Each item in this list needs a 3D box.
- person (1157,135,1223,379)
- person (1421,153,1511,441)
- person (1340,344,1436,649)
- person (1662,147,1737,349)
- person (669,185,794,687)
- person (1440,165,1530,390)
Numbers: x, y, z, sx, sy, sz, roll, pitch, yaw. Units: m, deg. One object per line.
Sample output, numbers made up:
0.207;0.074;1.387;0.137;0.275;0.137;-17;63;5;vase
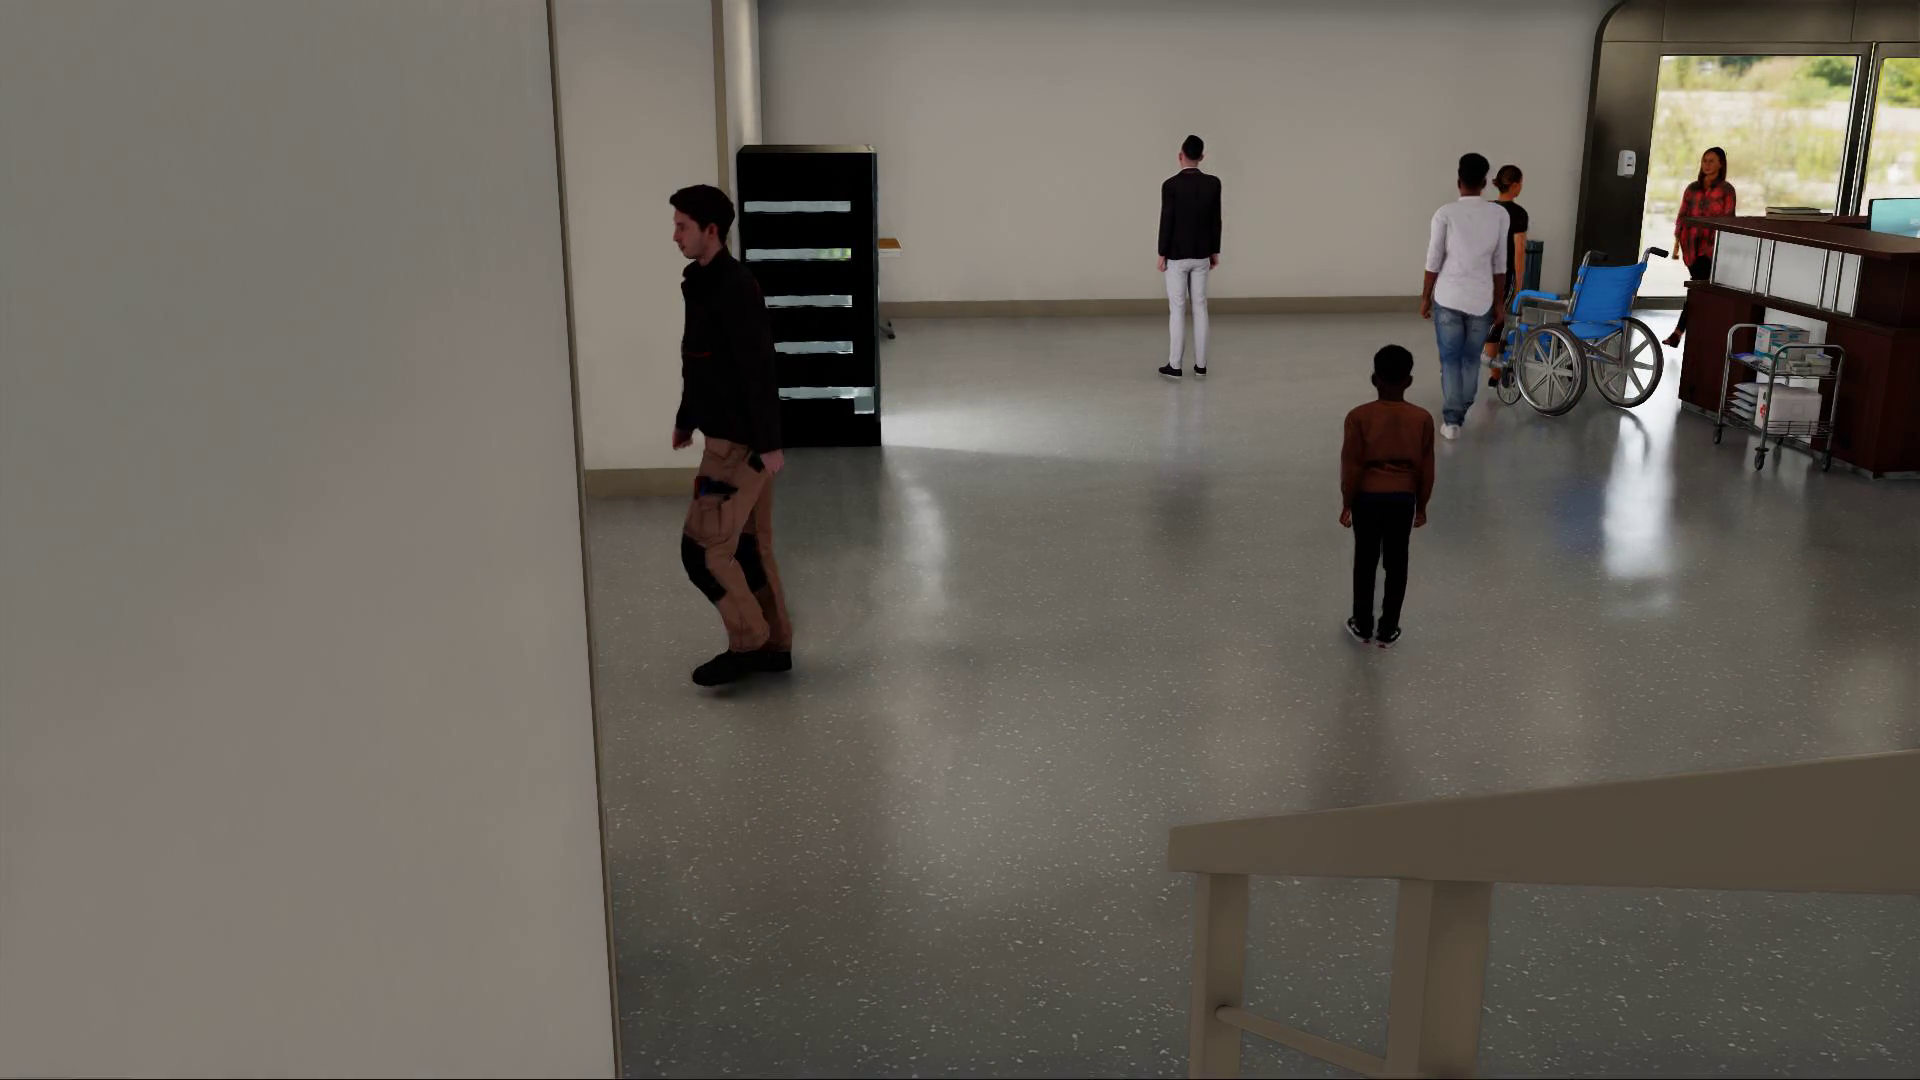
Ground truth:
1.770;-2.193;12.873;0.687;1.844;0.598;-4;16;-13;person
3.234;-1.534;10.631;0.765;1.793;1.026;1;16;5;person
1.728;-0.178;6.813;0.573;1.253;0.573;2;16;7;person
6.345;-2.394;14.126;1.065;1.551;1.148;-11;19;-35;person
-0.757;-0.379;6.337;0.822;1.900;0.687;-5;16;-16;person
3.802;-1.849;12.049;0.979;1.629;1.121;-9;18;-29;person
